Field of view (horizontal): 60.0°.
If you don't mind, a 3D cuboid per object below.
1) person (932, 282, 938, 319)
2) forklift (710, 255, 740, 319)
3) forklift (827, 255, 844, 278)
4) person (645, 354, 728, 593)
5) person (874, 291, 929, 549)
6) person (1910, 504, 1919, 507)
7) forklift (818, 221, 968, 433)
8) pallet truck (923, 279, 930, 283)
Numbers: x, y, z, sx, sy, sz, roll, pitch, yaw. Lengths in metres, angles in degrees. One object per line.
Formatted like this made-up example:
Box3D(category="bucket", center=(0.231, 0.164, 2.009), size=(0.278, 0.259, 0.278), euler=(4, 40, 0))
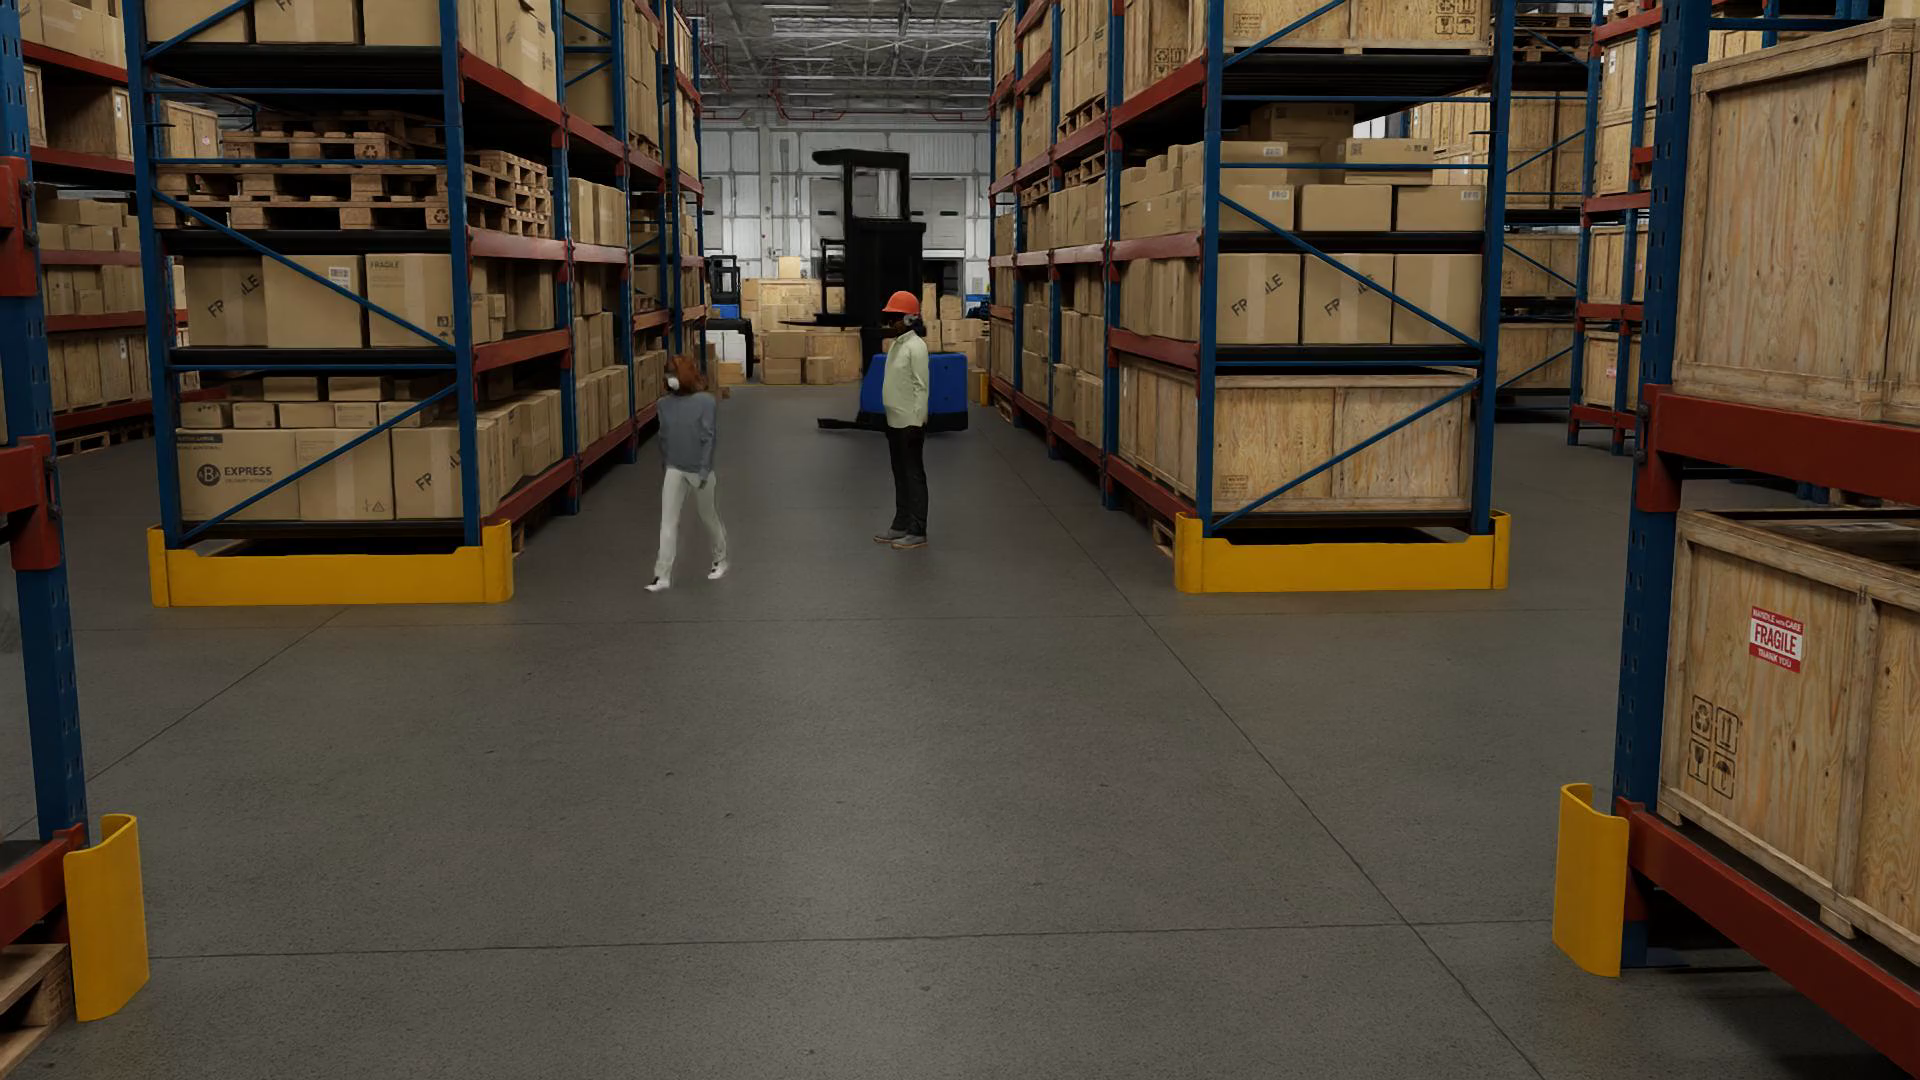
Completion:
Box3D(category="person", center=(-0.880, -7.470, 54.372), size=(1.040, 1.882, 0.628), euler=(2, 9, 13))
Box3D(category="forklift", center=(-8.366, -8.713, 59.037), size=(1.129, 2.768, 1.873), euler=(-1, 9, -4))
Box3D(category="forklift", center=(-4.124, -8.499, 57.697), size=(1.129, 2.768, 1.873), euler=(0, 9, 0))
Box3D(category="person", center=(-1.848, -0.472, 11.343), size=(0.501, 1.591, 0.839), euler=(3, 10, 20))
Box3D(category="person", center=(-0.434, -0.930, 12.936), size=(0.374, 1.997, 0.613), euler=(-4, 10, -24))
Box3D(category="person", center=(5.543, -0.243, 9.147), size=(0.634, 1.825, 0.654), euler=(0, 9, 2))
Box3D(category="forklift", center=(-0.876, -2.845, 22.192), size=(1.129, 2.768, 1.873), euler=(-9, 13, -44))
Box3D(category="pallet truck", center=(-0.932, -8.922, 63.114), size=(1.885, 1.965, 0.823), euler=(2, 9, 13))
